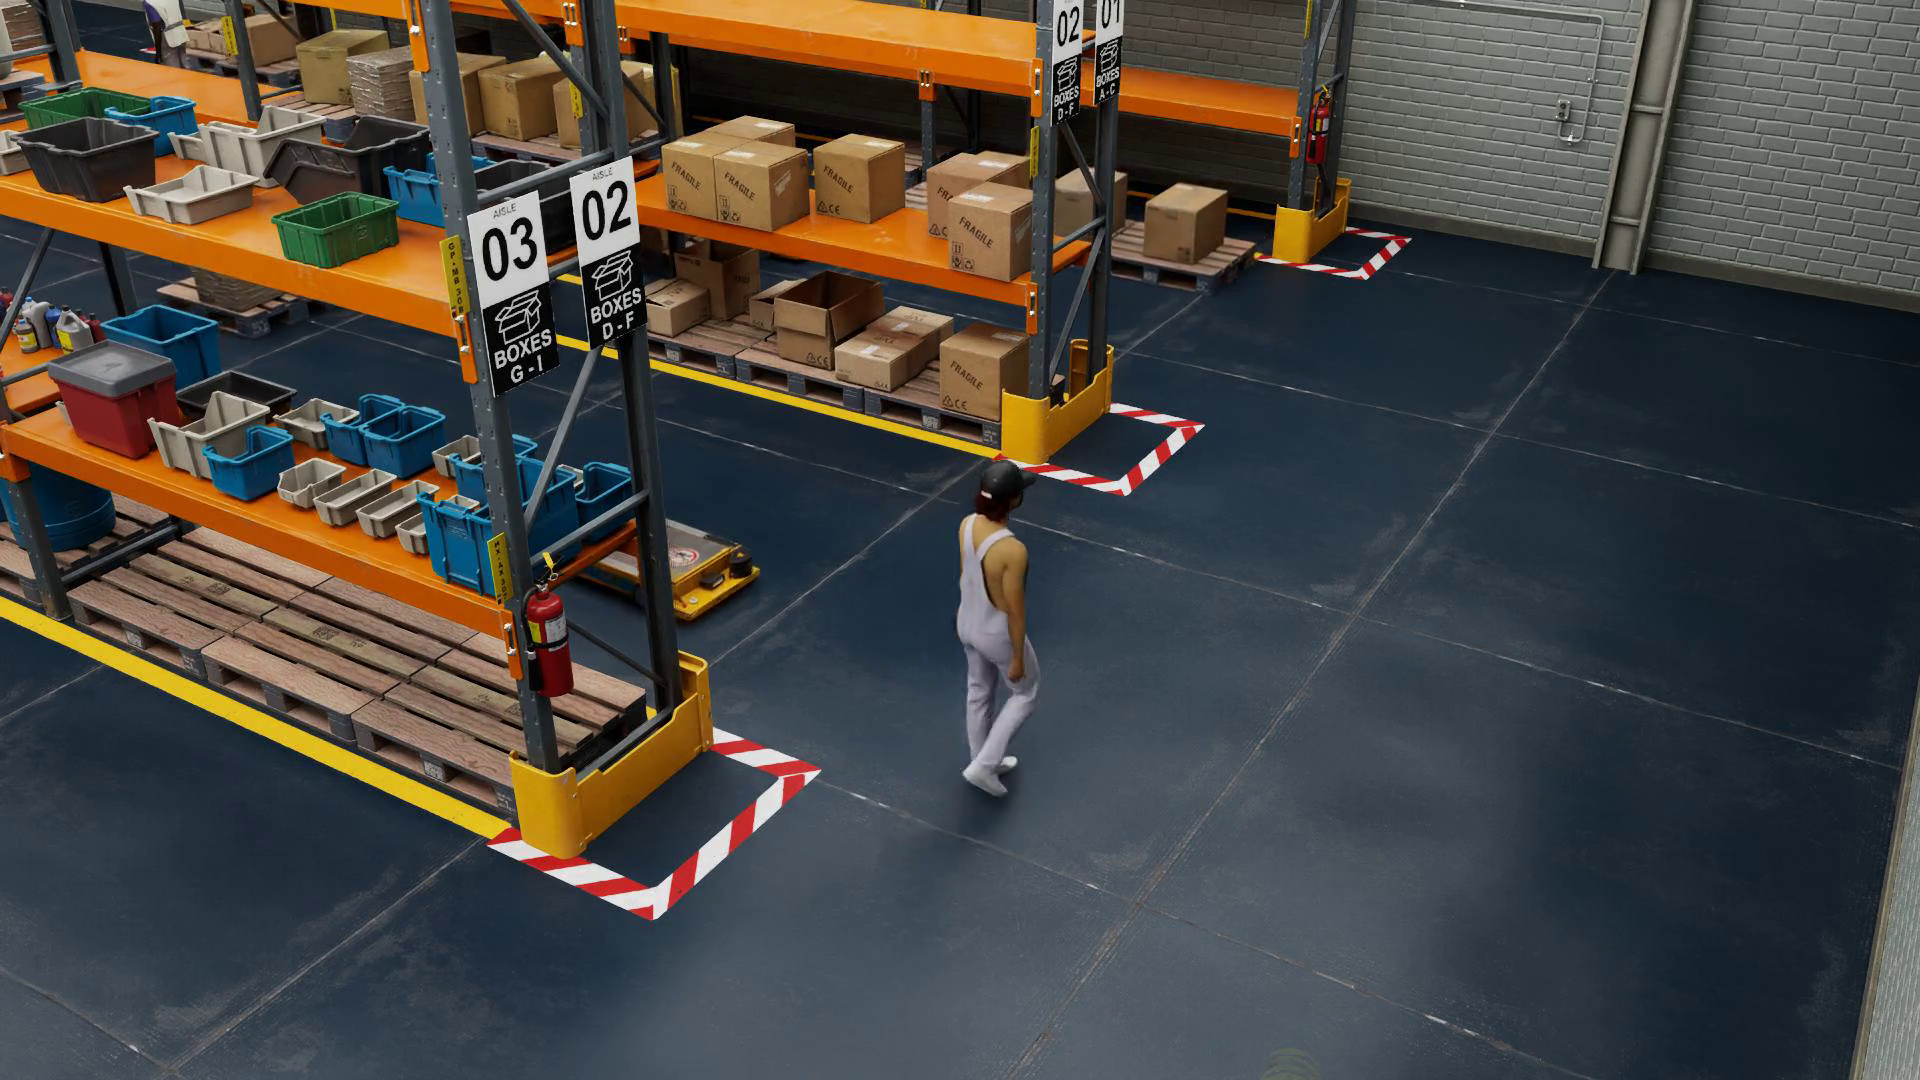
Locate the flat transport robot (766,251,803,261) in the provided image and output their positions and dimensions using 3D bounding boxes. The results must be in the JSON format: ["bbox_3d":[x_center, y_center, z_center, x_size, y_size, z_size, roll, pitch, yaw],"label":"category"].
[{"bbox_3d":[-1.898,-2.965,15.954,1.431,0.231,0.659,17,34,28],"label":"flat transport robot"}]

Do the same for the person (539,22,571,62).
[{"bbox_3d":[-4.104,-4.491,17.223,0.532,1.697,0.322,14,32,24],"label":"person"}]

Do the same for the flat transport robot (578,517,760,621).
[{"bbox_3d":[-2.018,0.100,10.454,1.431,0.231,0.659,18,34,29],"label":"flat transport robot"}]

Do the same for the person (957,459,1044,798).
[{"bbox_3d":[0.182,0.445,8.209,0.455,1.851,0.509,-24,37,-36],"label":"person"}]

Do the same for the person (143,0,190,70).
[{"bbox_3d":[-9.156,-5.726,19.295,0.393,1.839,0.563,4,29,7],"label":"person"}]
